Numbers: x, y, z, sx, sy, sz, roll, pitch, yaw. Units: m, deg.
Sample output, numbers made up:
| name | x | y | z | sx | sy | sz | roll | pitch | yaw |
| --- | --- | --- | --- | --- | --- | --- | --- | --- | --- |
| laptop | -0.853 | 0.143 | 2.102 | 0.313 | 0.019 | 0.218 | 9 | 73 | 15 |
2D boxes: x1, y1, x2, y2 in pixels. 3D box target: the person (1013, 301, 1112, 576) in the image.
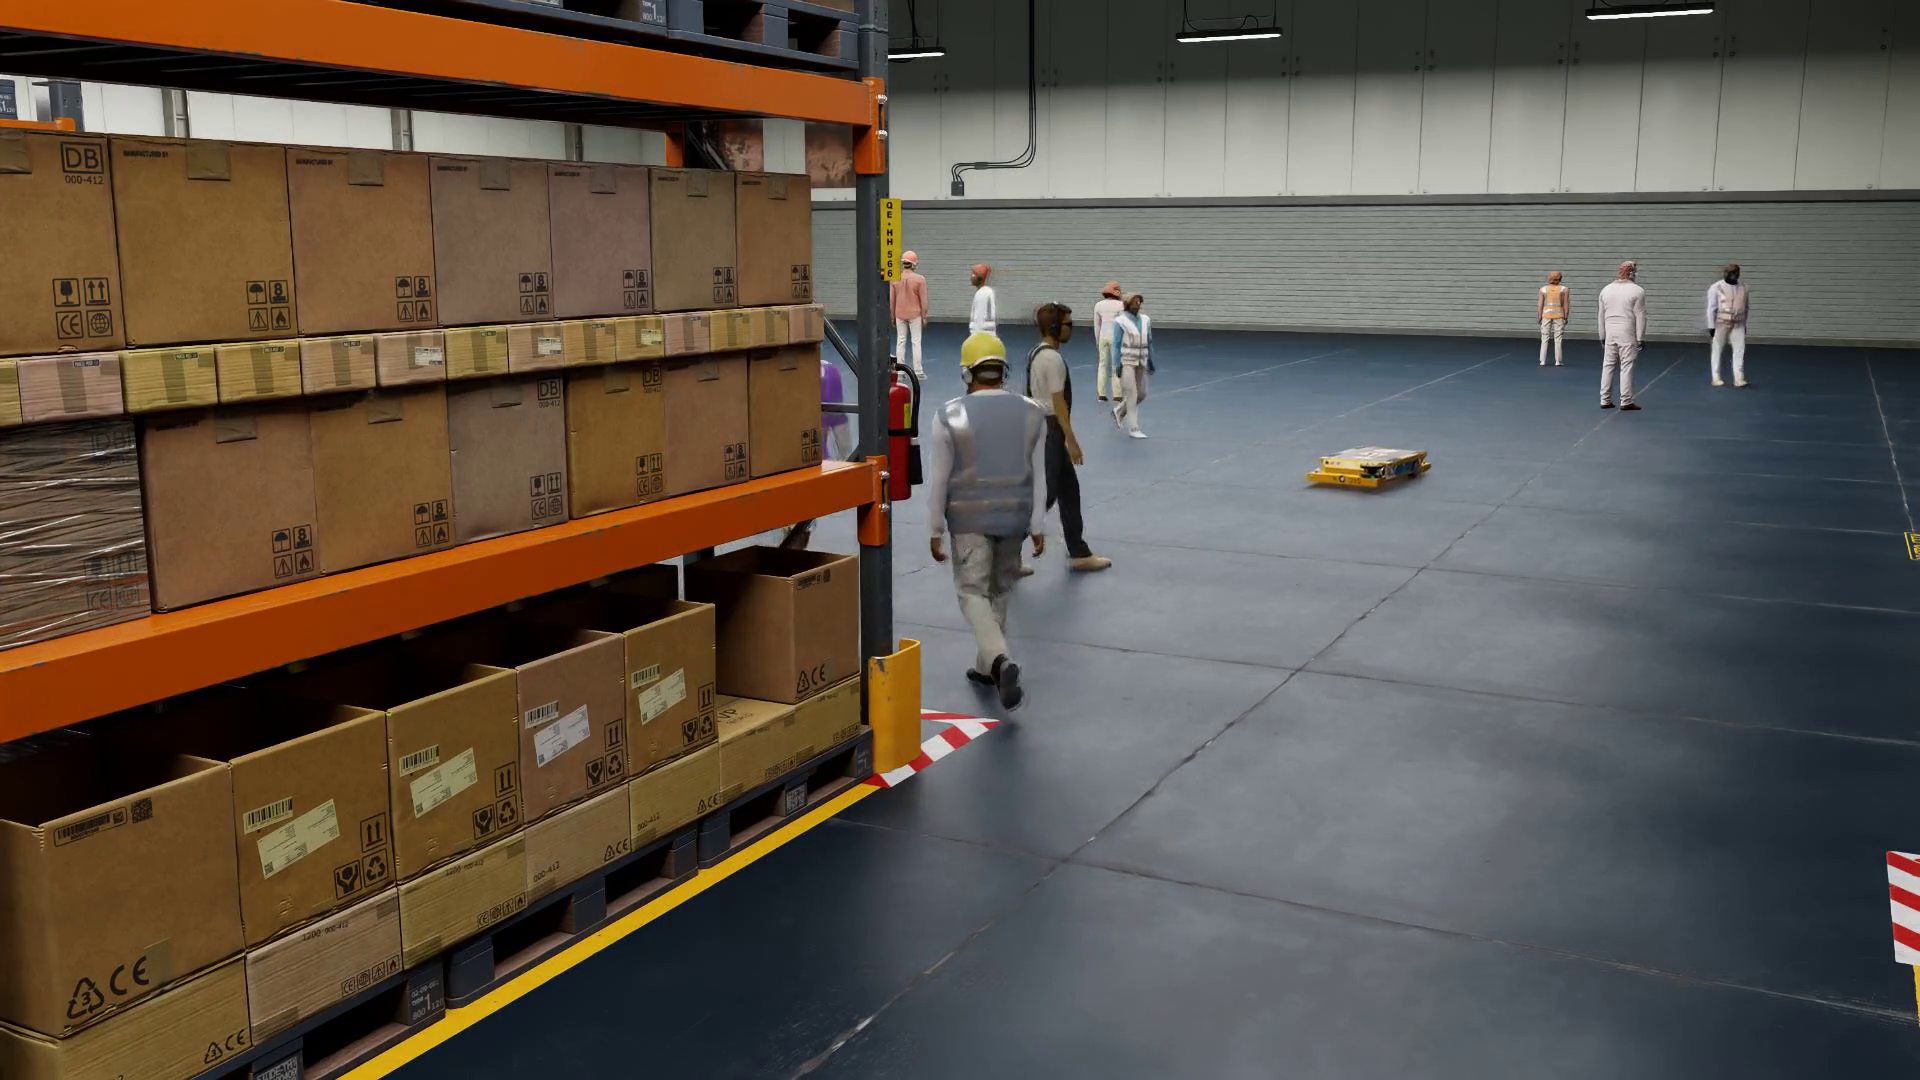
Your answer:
| name | x | y | z | sx | sy | sz | roll | pitch | yaw |
| --- | --- | --- | --- | --- | --- | --- | --- | --- | --- |
| person | 0.598 | -0.663 | 10.981 | 0.822 | 1.817 | 0.520 | -1 | 10 | -3 |

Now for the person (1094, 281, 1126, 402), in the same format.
| name | x | y | z | sx | sy | sz | roll | pitch | yaw |
| --- | --- | --- | --- | --- | --- | --- | --- | --- | --- |
| person | 2.040 | -2.671 | 22.422 | 0.499 | 1.633 | 0.279 | 8 | 13 | 36 |

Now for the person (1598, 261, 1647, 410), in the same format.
| name | x | y | z | sx | sy | sz | roll | pitch | yaw |
| --- | --- | --- | --- | --- | --- | --- | --- | --- | --- |
| person | 8.550 | -2.626 | 21.429 | 0.408 | 1.906 | 0.653 | -7 | 13 | -34 |

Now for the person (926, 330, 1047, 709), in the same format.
| name | x | y | z | sx | sy | sz | roll | pitch | yaw |
| --- | --- | --- | --- | --- | --- | --- | --- | --- | --- |
| person | 0.153 | -0.089 | 7.927 | 0.596 | 1.804 | 0.787 | -4 | 11 | -22 |

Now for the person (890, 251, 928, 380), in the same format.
| name | x | y | z | sx | sy | sz | roll | pitch | yaw |
| --- | --- | --- | --- | --- | --- | --- | --- | --- | --- |
| person | -0.788 | -3.471 | 25.794 | 0.613 | 1.995 | 0.390 | 4 | 11 | 19 |

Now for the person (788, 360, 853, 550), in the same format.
| name | x | y | z | sx | sy | sz | roll | pitch | yaw |
| --- | --- | --- | --- | --- | --- | --- | --- | --- | --- |
| person | -0.842 | -0.408 | 9.364 | 0.557 | 1.893 | 0.918 | 6 | 12 | 28 |

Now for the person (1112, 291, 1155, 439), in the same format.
| name | x | y | z | sx | sy | sz | roll | pitch | yaw |
| --- | --- | --- | --- | --- | --- | --- | --- | --- | --- |
| person | 1.899 | -1.963 | 18.572 | 0.522 | 1.621 | 0.623 | -8 | 13 | -36 |

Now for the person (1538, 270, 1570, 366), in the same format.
| name | x | y | z | sx | sy | sz | roll | pitch | yaw |
| --- | --- | --- | --- | --- | --- | --- | --- | --- | --- |
| person | 10.185 | -3.798 | 28.552 | 0.511 | 1.641 | 0.308 | 5 | 12 | 26 |

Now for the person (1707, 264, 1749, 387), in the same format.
| name | x | y | z | sx | sy | sz | roll | pitch | yaw |
| --- | --- | --- | --- | --- | --- | --- | --- | --- | --- |
| person | 11.418 | -3.163 | 24.611 | 0.650 | 1.810 | 0.829 | -1 | 10 | -3 |

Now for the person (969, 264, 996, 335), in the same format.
| name | x | y | z | sx | sy | sz | roll | pitch | yaw |
| --- | --- | --- | --- | --- | --- | --- | --- | --- | --- |
| person | 0.267 | -2.587 | 21.302 | 0.424 | 1.873 | 0.600 | 2 | 11 | 11 |

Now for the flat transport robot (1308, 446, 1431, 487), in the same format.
| name | x | y | z | sx | sy | sz | roll | pitch | yaw |
| --- | --- | --- | --- | --- | --- | --- | --- | --- | --- |
| flat transport robot | 3.796 | -0.690 | 15.336 | 0.652 | 0.197 | 1.431 | 7 | 12 | 34 |
